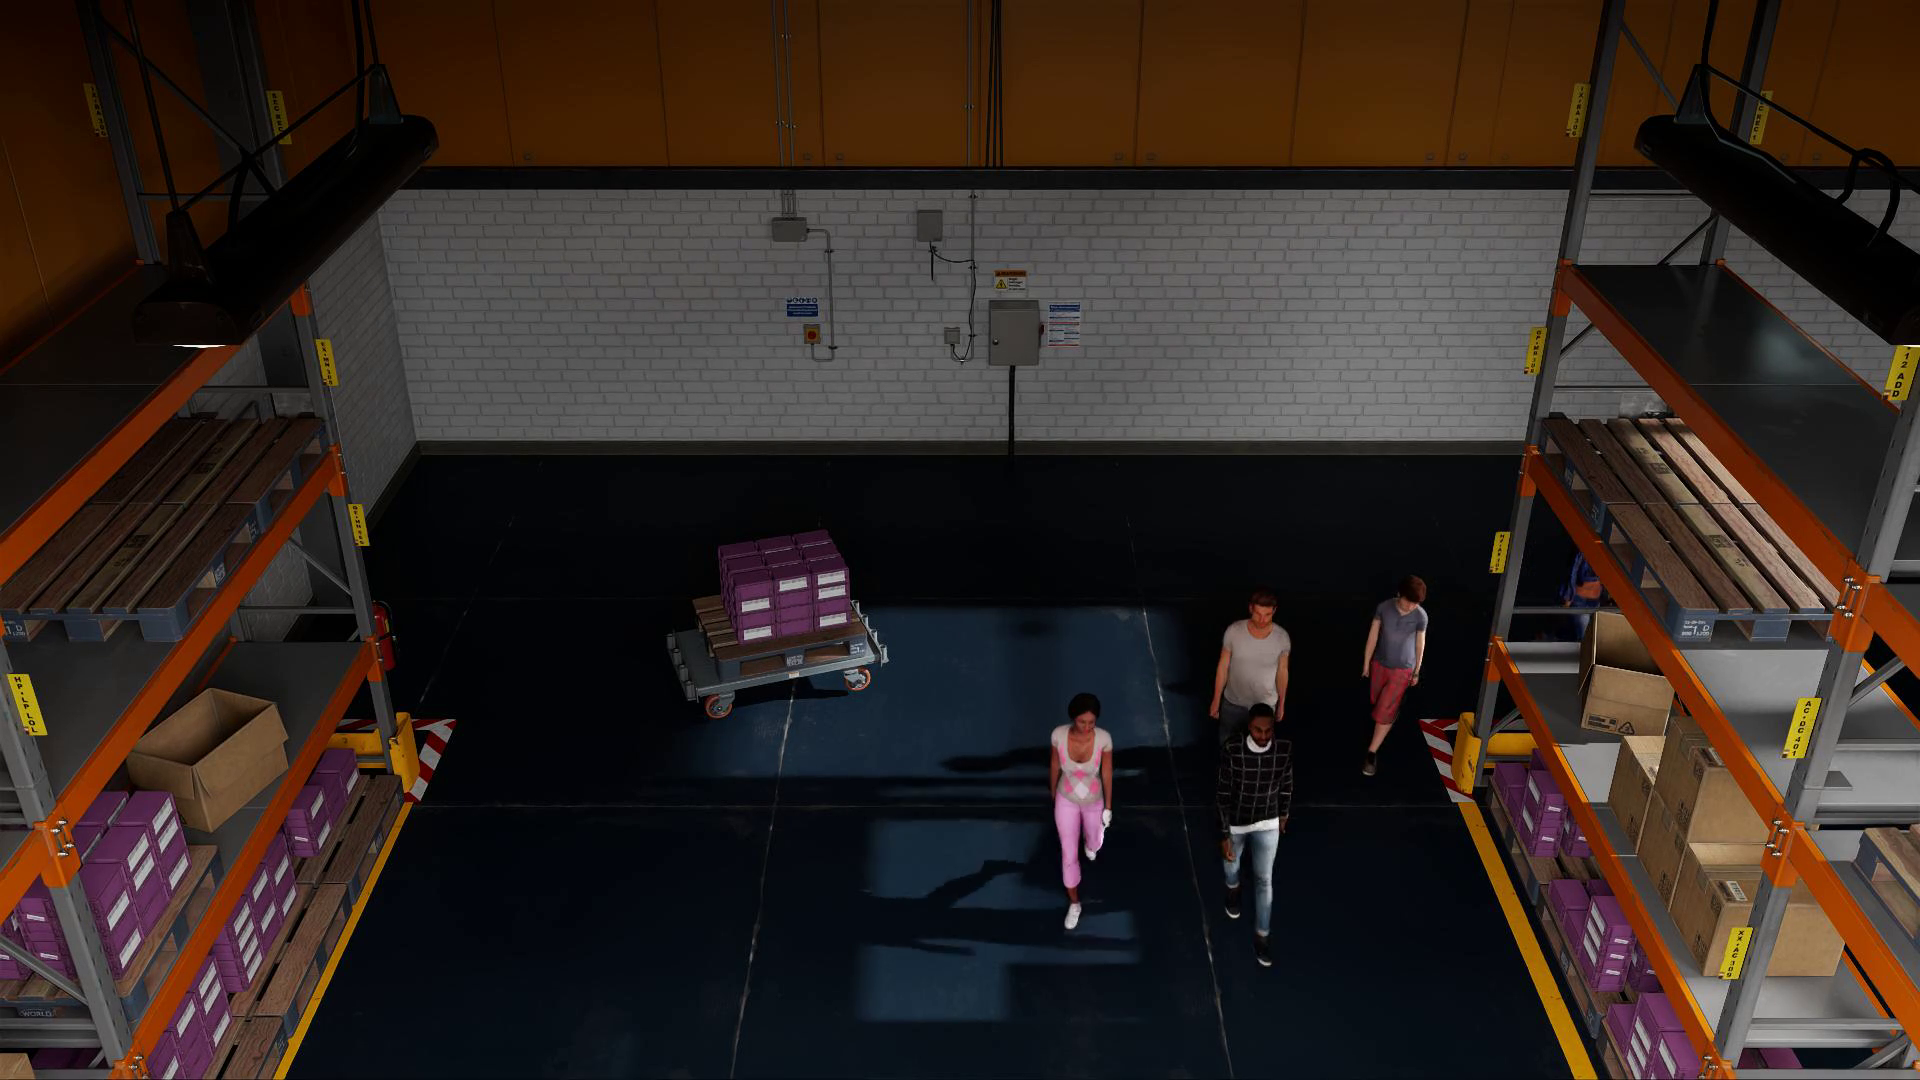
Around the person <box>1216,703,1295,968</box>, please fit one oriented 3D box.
[{"bbox_3d":[1.854,1.745,10.787,0.706,1.778,1.098,2,29,3],"label":"person"}]

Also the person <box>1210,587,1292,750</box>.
[{"bbox_3d":[2.057,1.110,11.853,0.872,1.872,1.184,6,29,12],"label":"person"}]

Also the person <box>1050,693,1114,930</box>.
[{"bbox_3d":[0.799,1.687,10.958,0.685,1.717,1.057,4,29,8],"label":"person"}]

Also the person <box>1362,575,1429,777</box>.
[{"bbox_3d":[3.269,0.926,12.457,0.944,1.618,1.142,18,33,30],"label":"person"}]
